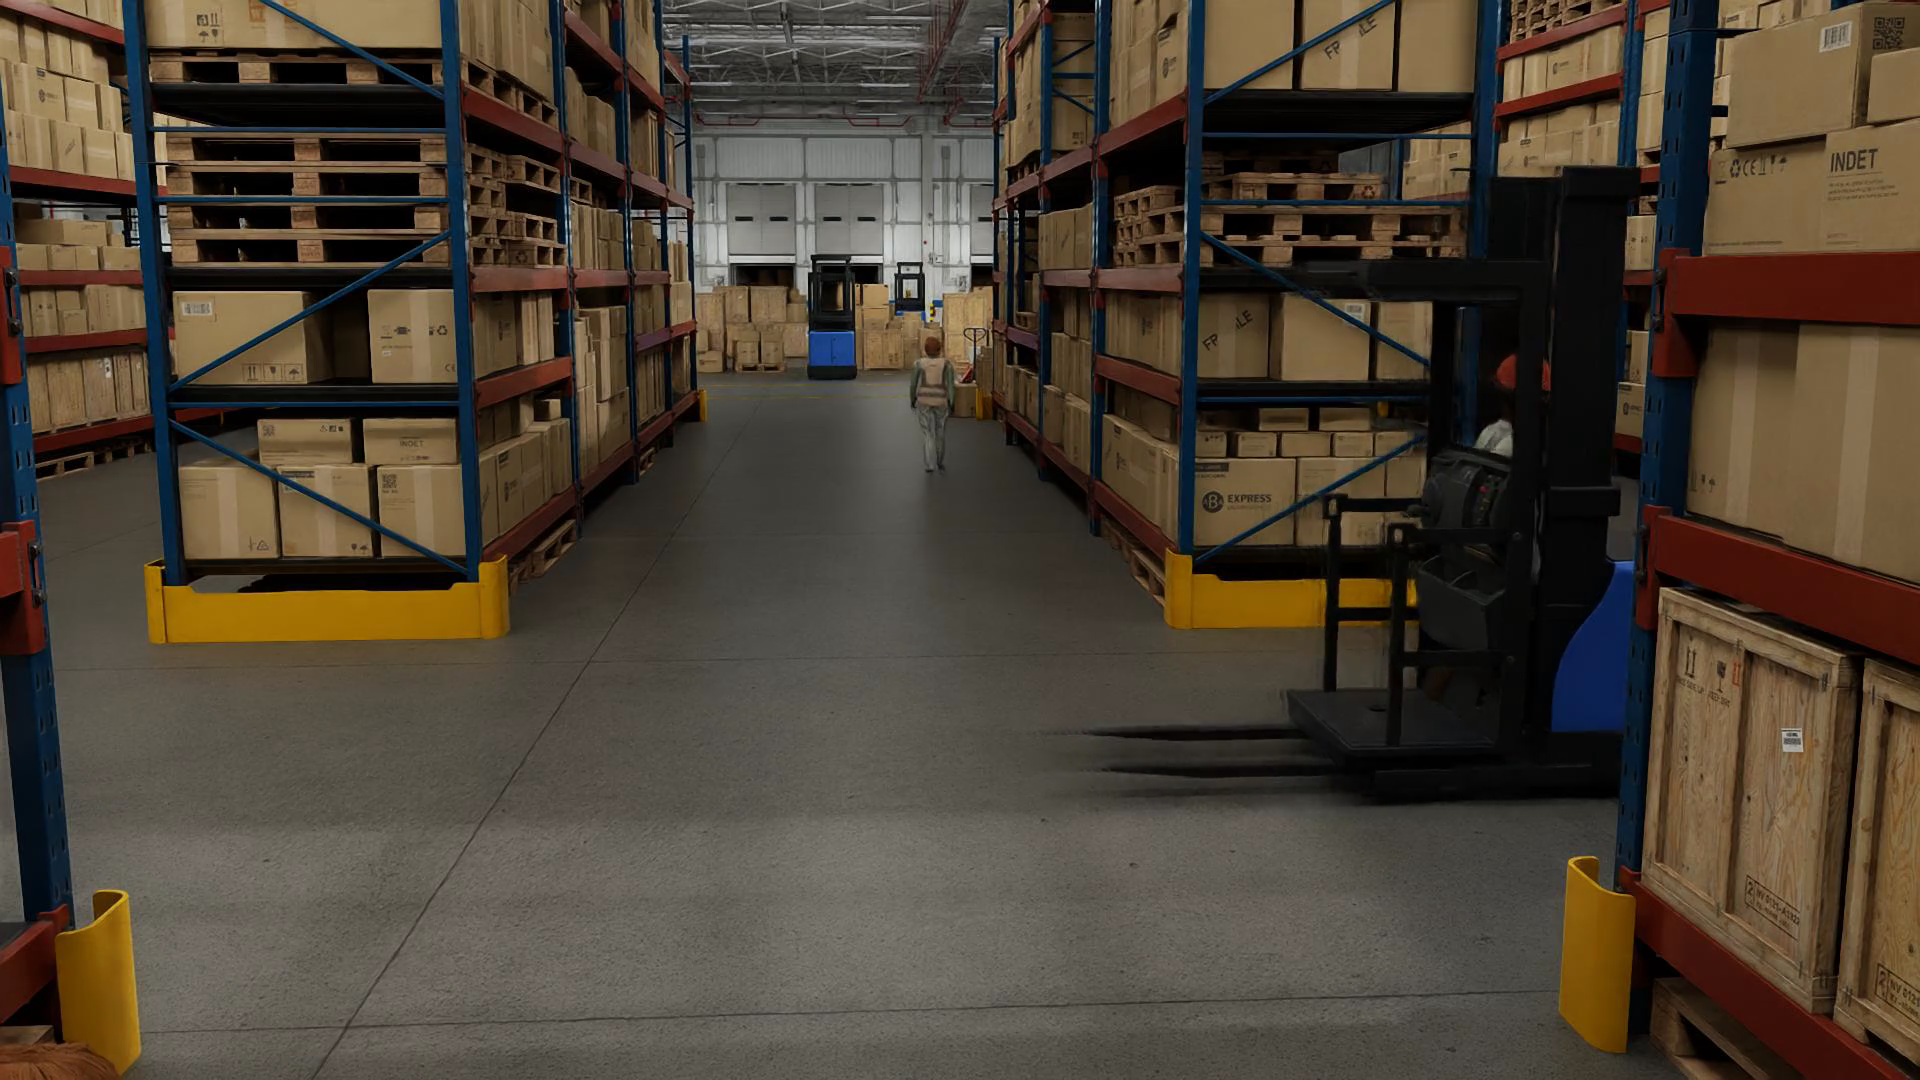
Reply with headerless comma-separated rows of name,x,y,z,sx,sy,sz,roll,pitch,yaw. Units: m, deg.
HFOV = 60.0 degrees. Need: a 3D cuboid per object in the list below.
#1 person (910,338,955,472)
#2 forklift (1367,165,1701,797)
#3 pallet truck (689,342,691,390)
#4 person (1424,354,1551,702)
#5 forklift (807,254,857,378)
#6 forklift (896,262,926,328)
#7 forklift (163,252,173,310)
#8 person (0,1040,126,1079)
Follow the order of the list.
person,-0.340,-1.635,20.129,0.527,1.591,0.868,-1,9,-7
forklift,2.740,-0.311,7.785,1.873,2.768,1.129,-1,9,-4
pallet truck,-5.225,-3.008,27.480,1.885,1.965,0.823,2,9,14
person,2.707,0.086,8.090,1.065,1.981,0.636,2,9,13
forklift,-2.942,-5.145,38.138,1.129,2.768,1.873,-1,9,-4
forklift,-1.780,-8.547,59.499,1.129,2.768,1.873,-1,9,-4
forklift,-15.926,-4.561,34.466,1.129,2.768,1.873,-1,9,-4
person,-0.877,1.283,1.678,0.283,1.633,0.497,-4,10,-25
